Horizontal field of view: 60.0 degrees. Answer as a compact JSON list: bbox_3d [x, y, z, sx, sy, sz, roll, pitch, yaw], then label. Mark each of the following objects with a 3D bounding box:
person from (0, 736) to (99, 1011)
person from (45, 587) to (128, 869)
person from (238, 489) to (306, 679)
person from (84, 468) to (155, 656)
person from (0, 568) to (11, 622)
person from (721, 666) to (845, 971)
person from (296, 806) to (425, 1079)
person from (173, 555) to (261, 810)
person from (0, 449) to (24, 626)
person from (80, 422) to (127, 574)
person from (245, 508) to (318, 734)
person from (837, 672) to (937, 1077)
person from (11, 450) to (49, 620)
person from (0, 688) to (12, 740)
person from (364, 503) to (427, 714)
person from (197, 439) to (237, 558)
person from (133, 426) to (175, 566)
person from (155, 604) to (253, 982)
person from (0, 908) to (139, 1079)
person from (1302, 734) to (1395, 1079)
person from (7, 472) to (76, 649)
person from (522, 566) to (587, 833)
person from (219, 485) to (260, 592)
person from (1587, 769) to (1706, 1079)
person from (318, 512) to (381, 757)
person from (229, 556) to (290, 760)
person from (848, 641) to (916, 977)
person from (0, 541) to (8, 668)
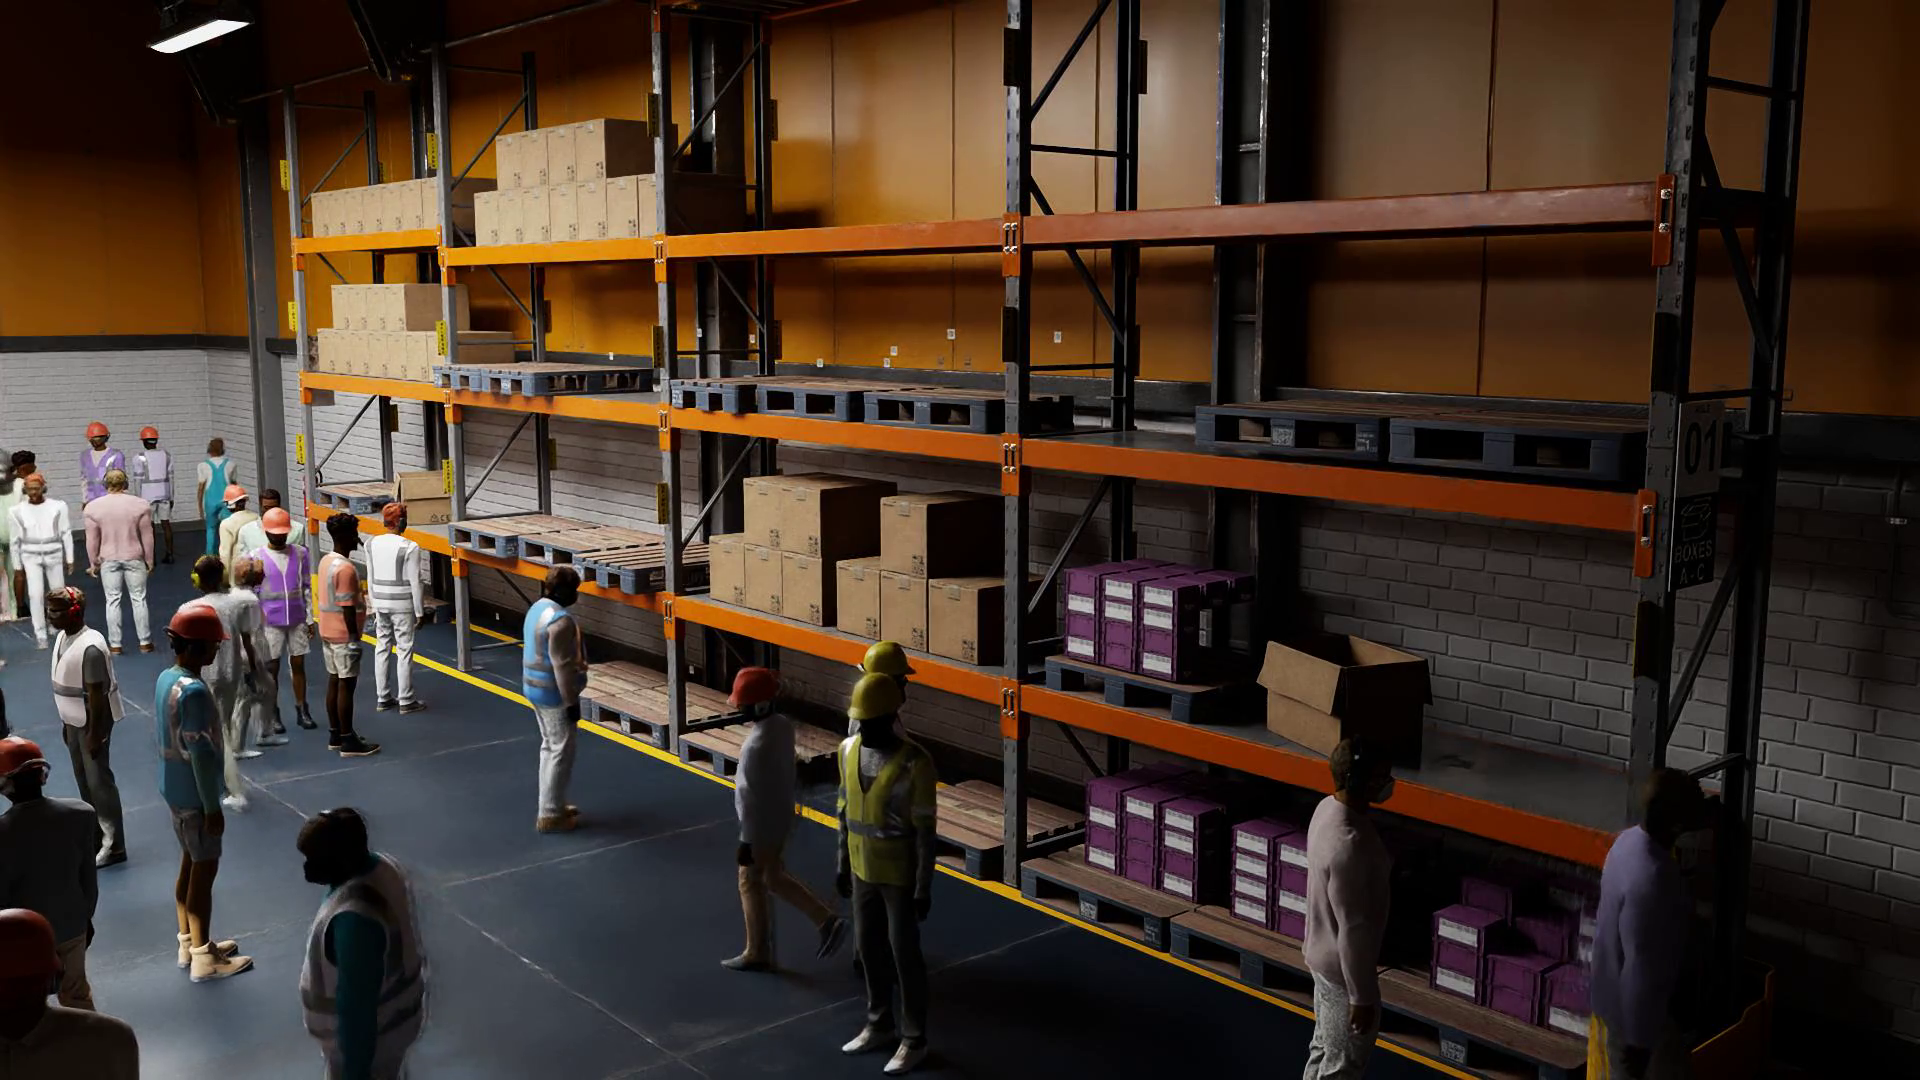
[{"bbox_3d":[-4.102,1.725,7.380,0.337,1.742,0.562,4,9,25],"label":"person"},{"bbox_3d":[-5.635,1.197,10.752,0.561,1.836,0.392,8,11,43],"label":"person"},{"bbox_3d":[-6.437,0.460,15.628,0.586,1.910,0.396,-3,9,-22],"label":"person"},{"bbox_3d":[-8.638,0.225,17.136,0.628,1.940,0.377,-3,9,-22],"label":"person"},{"bbox_3d":[-10.993,-0.020,18.868,0.355,1.930,0.587,-5,9,-30],"label":"person"},{"bbox_3d":[-0.991,1.510,8.949,0.581,1.723,0.573,2,8,14],"label":"person"},{"bbox_3d":[-2.214,1.850,6.275,0.483,1.821,0.776,-2,8,-11],"label":"person"},{"bbox_3d":[-5.445,1.010,12.103,0.557,1.814,0.987,-8,11,-42],"label":"person"},{"bbox_3d":[-10.748,-0.056,18.732,0.695,2.000,0.802,-5,10,-33],"label":"person"},{"bbox_3d":[-11.450,-0.559,22.219,0.606,2.045,0.389,1,8,4],"label":"person"},{"bbox_3d":[-5.726,0.676,14.060,0.550,1.925,0.392,-7,11,-41],"label":"person"},{"bbox_3d":[-0.370,1.562,7.907,0.592,1.920,0.398,7,11,39],"label":"person"},{"bbox_3d":[-10.609,-0.048,18.937,0.607,1.966,0.367,4,9,24],"label":"person"},{"bbox_3d":[-8.045,0.791,13.287,0.619,1.903,1.028,1,8,4],"label":"person"},{"bbox_3d":[-4.994,0.605,14.733,0.567,1.878,0.350,3,9,18],"label":"person"},{"bbox_3d":[-10.060,-0.478,22.557,0.505,1.778,1.036,-5,9,-29],"label":"person"},{"bbox_3d":[-11.113,-0.600,22.918,0.386,1.929,0.543,7,11,39],"label":"person"},{"bbox_3d":[-4.106,1.352,9.005,0.405,2.032,0.610,-6,10,-38],"label":"person"},{"bbox_3d":[-2.629,1.991,4.713,0.620,1.986,0.410,-3,9,-22],"label":"person"},{"bbox_3d":[1.566,1.728,6.690,0.372,1.940,0.632,1,8,4],"label":"person"},{"bbox_3d":[-9.683,0.201,17.557,0.618,1.866,0.557,-5,10,-31],"label":"person"},{"bbox_3d":[-2.825,1.091,11.528,0.465,1.823,0.668,-4,9,-28],"label":"person"},{"bbox_3d":[-7.503,0.291,17.356,0.356,1.743,0.567,3,9,22],"label":"person"},{"bbox_3d":[2.600,1.786,6.336,0.401,1.920,0.714,2,9,17],"label":"person"},{"bbox_3d":[-4.957,0.750,13.385,0.374,1.966,0.608,-6,10,-35],"label":"person"},{"bbox_3d":[-5.611,0.933,13.302,0.604,1.616,0.549,-6,10,-34],"label":"person"},{"bbox_3d":[-0.424,1.446,9.040,0.403,1.825,0.593,0,8,-2],"label":"person"},{"bbox_3d":[-9.701,0.440,16.526,0.544,1.682,0.348,4,9,24],"label":"person"}]
